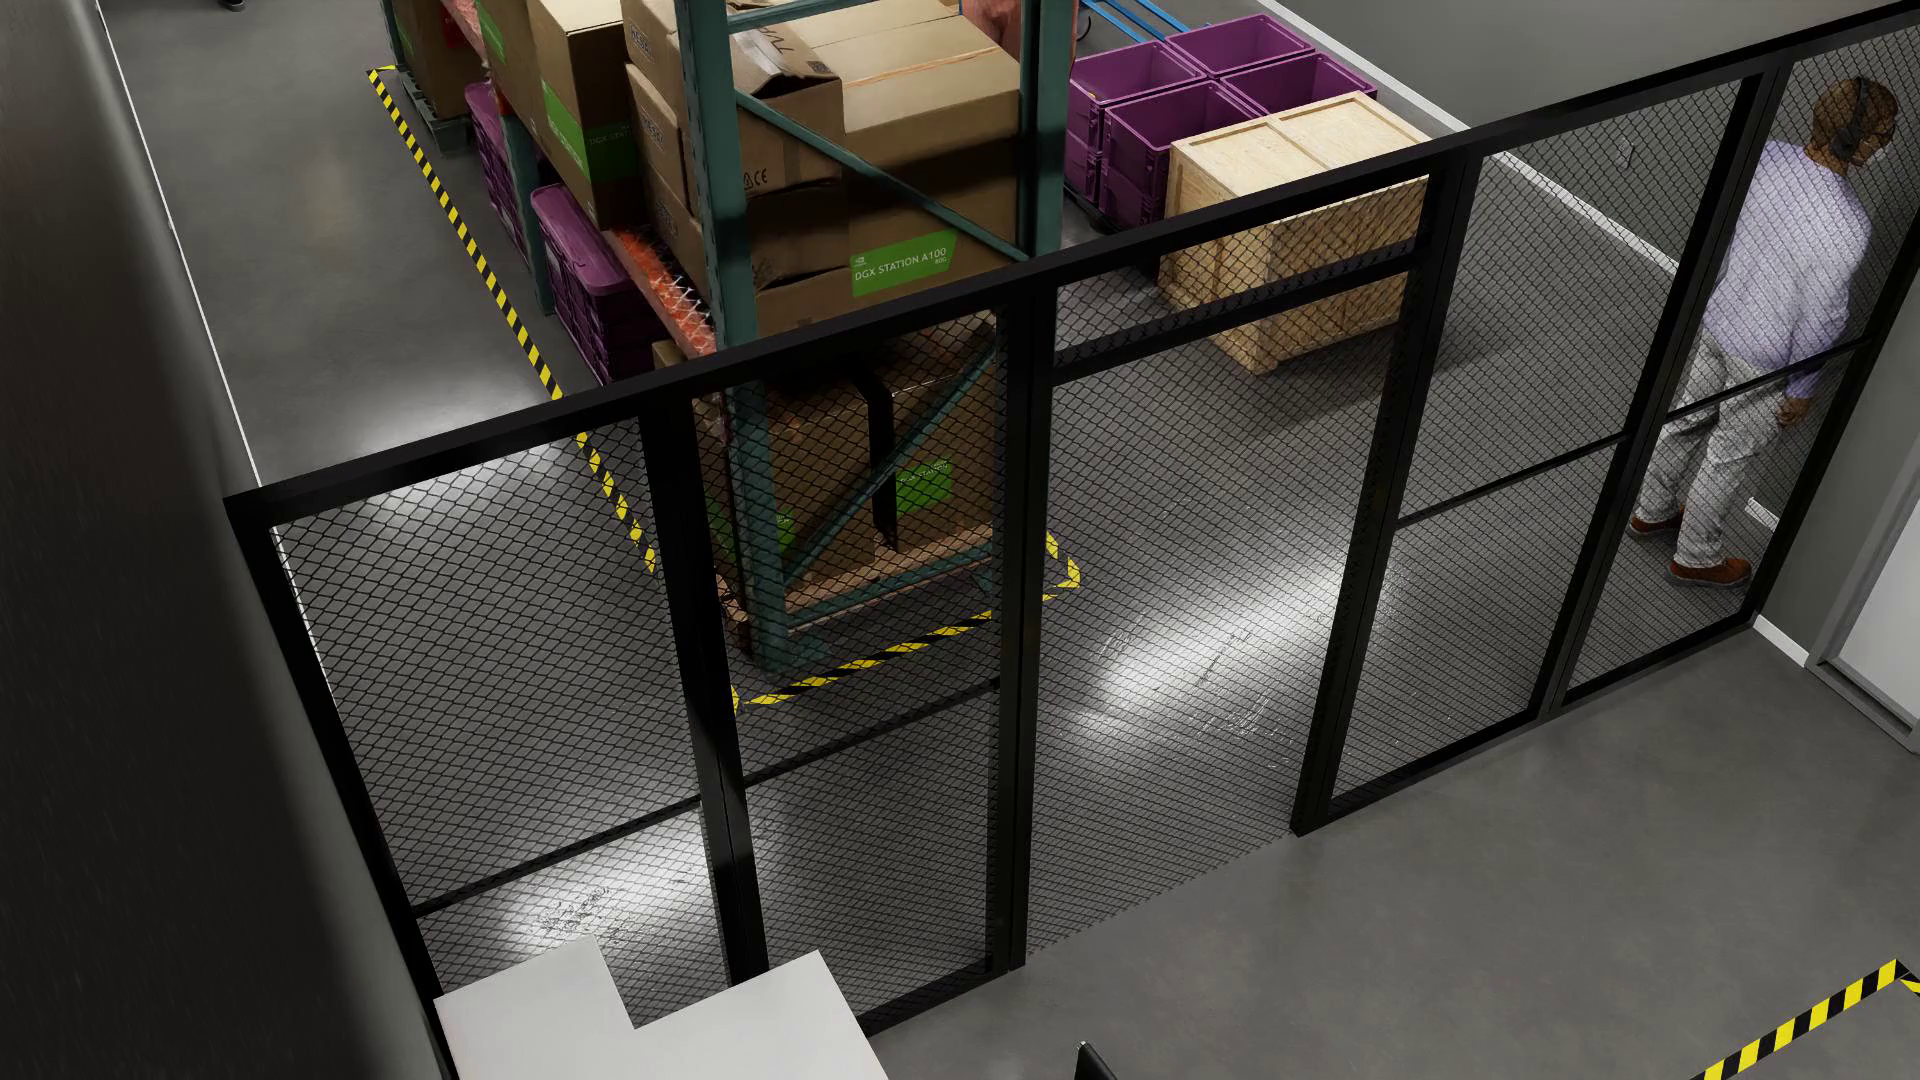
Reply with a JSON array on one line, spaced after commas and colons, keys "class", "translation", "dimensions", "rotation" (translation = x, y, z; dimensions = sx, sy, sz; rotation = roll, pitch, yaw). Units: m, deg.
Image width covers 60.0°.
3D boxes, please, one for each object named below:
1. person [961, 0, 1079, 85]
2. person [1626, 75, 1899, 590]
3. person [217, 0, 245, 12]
[{"class": "person", "translation": [0.221, -1.815, 6.889], "dimensions": [0.622, 1.993, 0.382], "rotation": [-32, 51, -30]}, {"class": "person", "translation": [2.727, -0.673, 5.683], "dimensions": [0.371, 1.938, 0.627], "rotation": [-8, 43, -8]}, {"class": "person", "translation": [-4.217, -3.888, 9.284], "dimensions": [0.589, 1.822, 0.404], "rotation": [-24, 47, -24]}]
